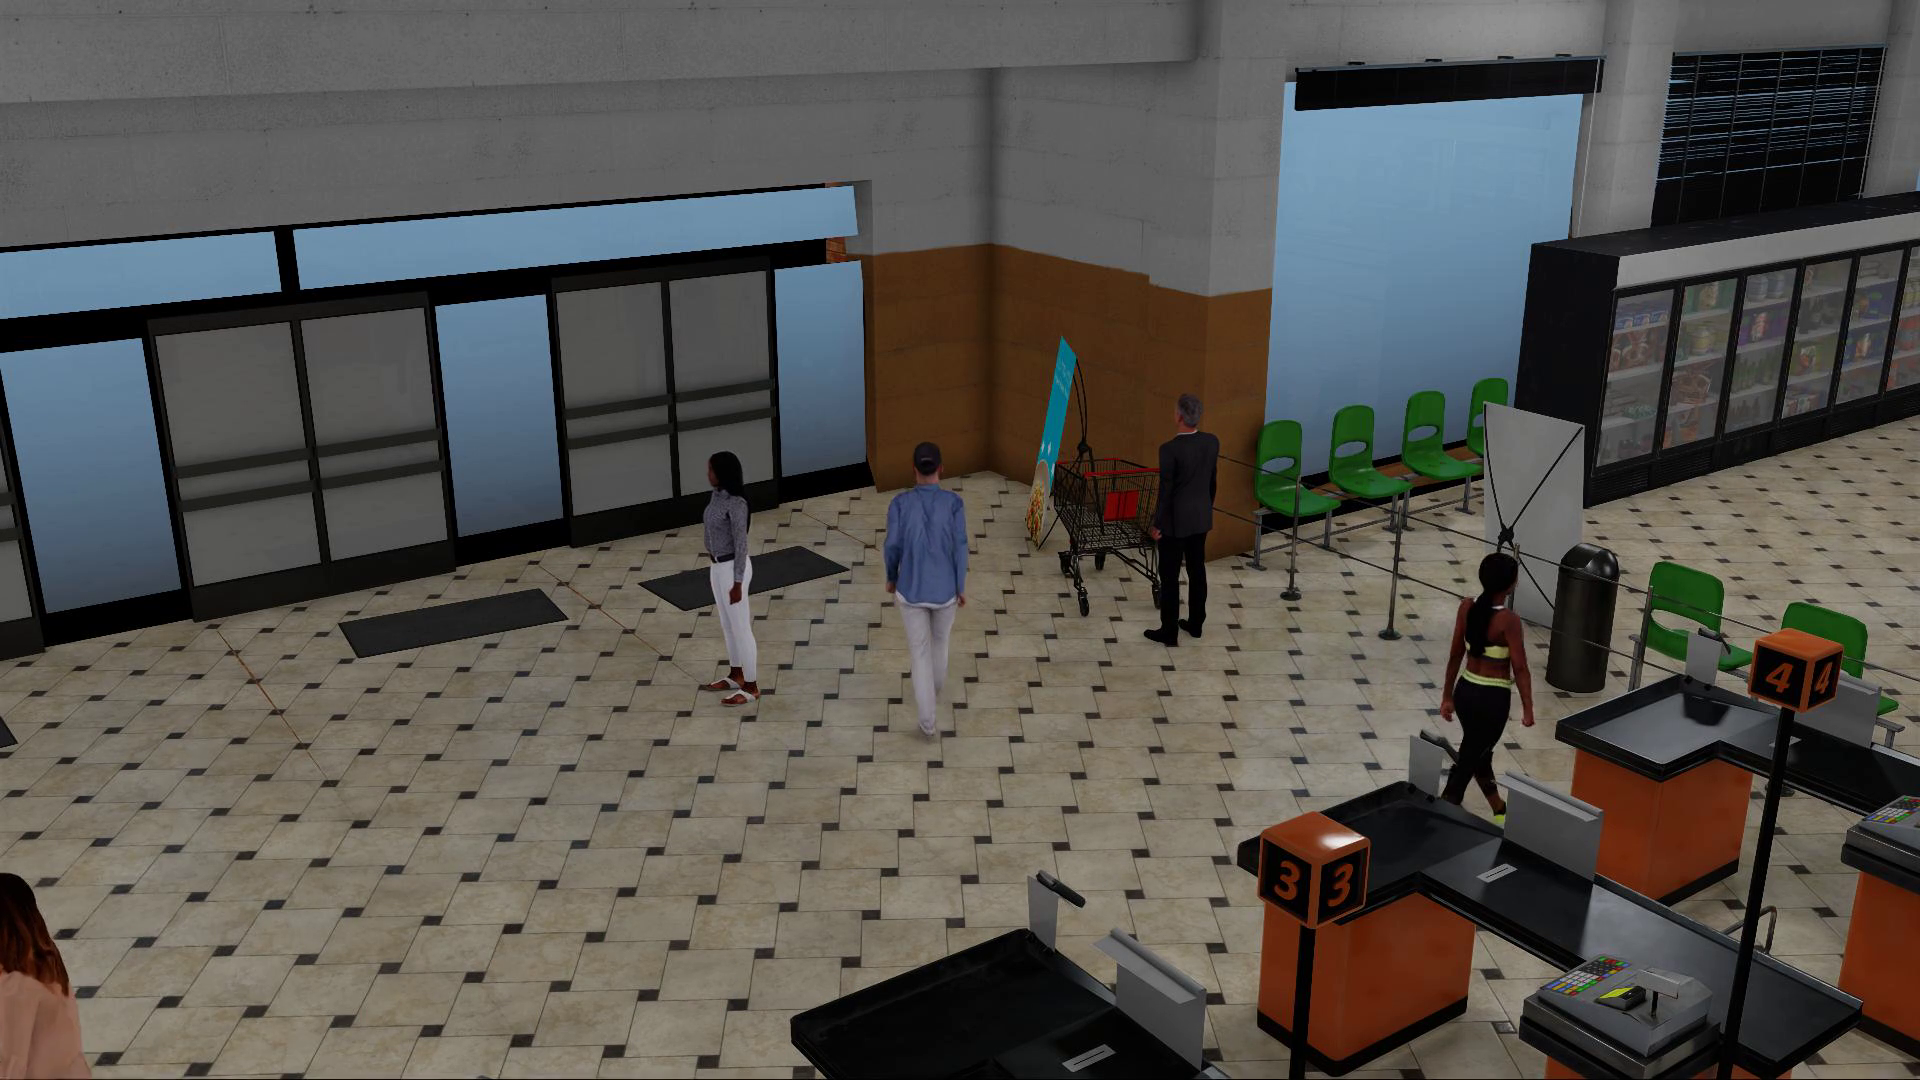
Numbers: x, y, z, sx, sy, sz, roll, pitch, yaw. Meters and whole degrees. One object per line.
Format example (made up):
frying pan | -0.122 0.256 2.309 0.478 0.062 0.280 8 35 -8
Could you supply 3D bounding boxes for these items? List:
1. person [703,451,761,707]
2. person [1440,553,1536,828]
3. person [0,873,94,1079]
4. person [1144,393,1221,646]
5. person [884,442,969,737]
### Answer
person | -1.512 0.236 10.947 0.678 1.722 0.482 -10 21 -26
person | 2.715 0.952 8.864 0.657 1.696 1.096 -12 22 -31
person | -3.050 1.967 5.783 0.714 1.741 1.078 -11 21 -28
person | 1.602 -0.159 11.931 0.697 1.842 0.573 -13 22 -33
person | -0.204 0.346 10.437 1.042 1.839 1.234 -1 19 -4
